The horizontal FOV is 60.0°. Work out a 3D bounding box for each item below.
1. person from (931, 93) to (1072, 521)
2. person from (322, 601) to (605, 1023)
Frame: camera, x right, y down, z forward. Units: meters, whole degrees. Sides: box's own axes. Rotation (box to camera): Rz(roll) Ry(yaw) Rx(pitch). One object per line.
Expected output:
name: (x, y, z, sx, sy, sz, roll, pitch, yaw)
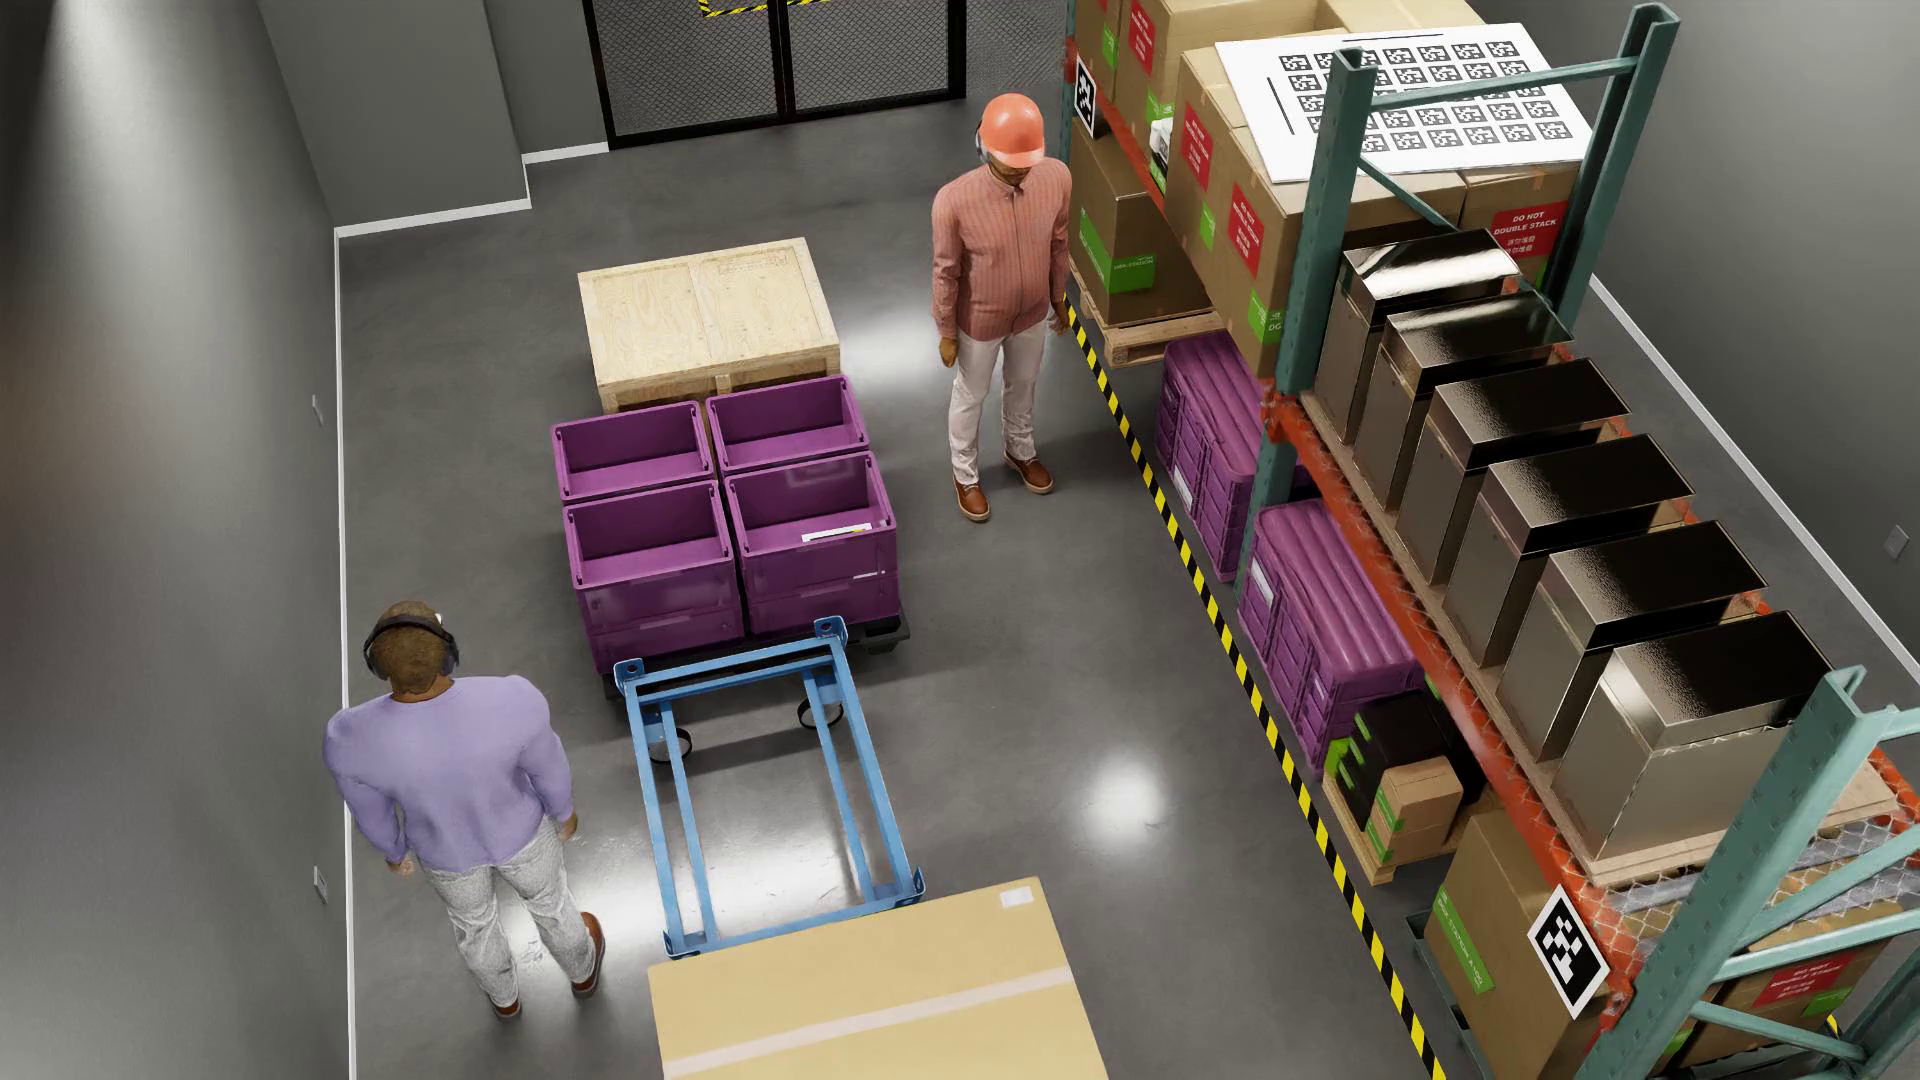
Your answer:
person: (0.176, -0.921, 6.696, 0.617, 1.992, 0.384, -22, 51, -19)
person: (-1.476, 0.875, 5.083, 0.629, 1.940, 0.378, -11, 48, -10)
